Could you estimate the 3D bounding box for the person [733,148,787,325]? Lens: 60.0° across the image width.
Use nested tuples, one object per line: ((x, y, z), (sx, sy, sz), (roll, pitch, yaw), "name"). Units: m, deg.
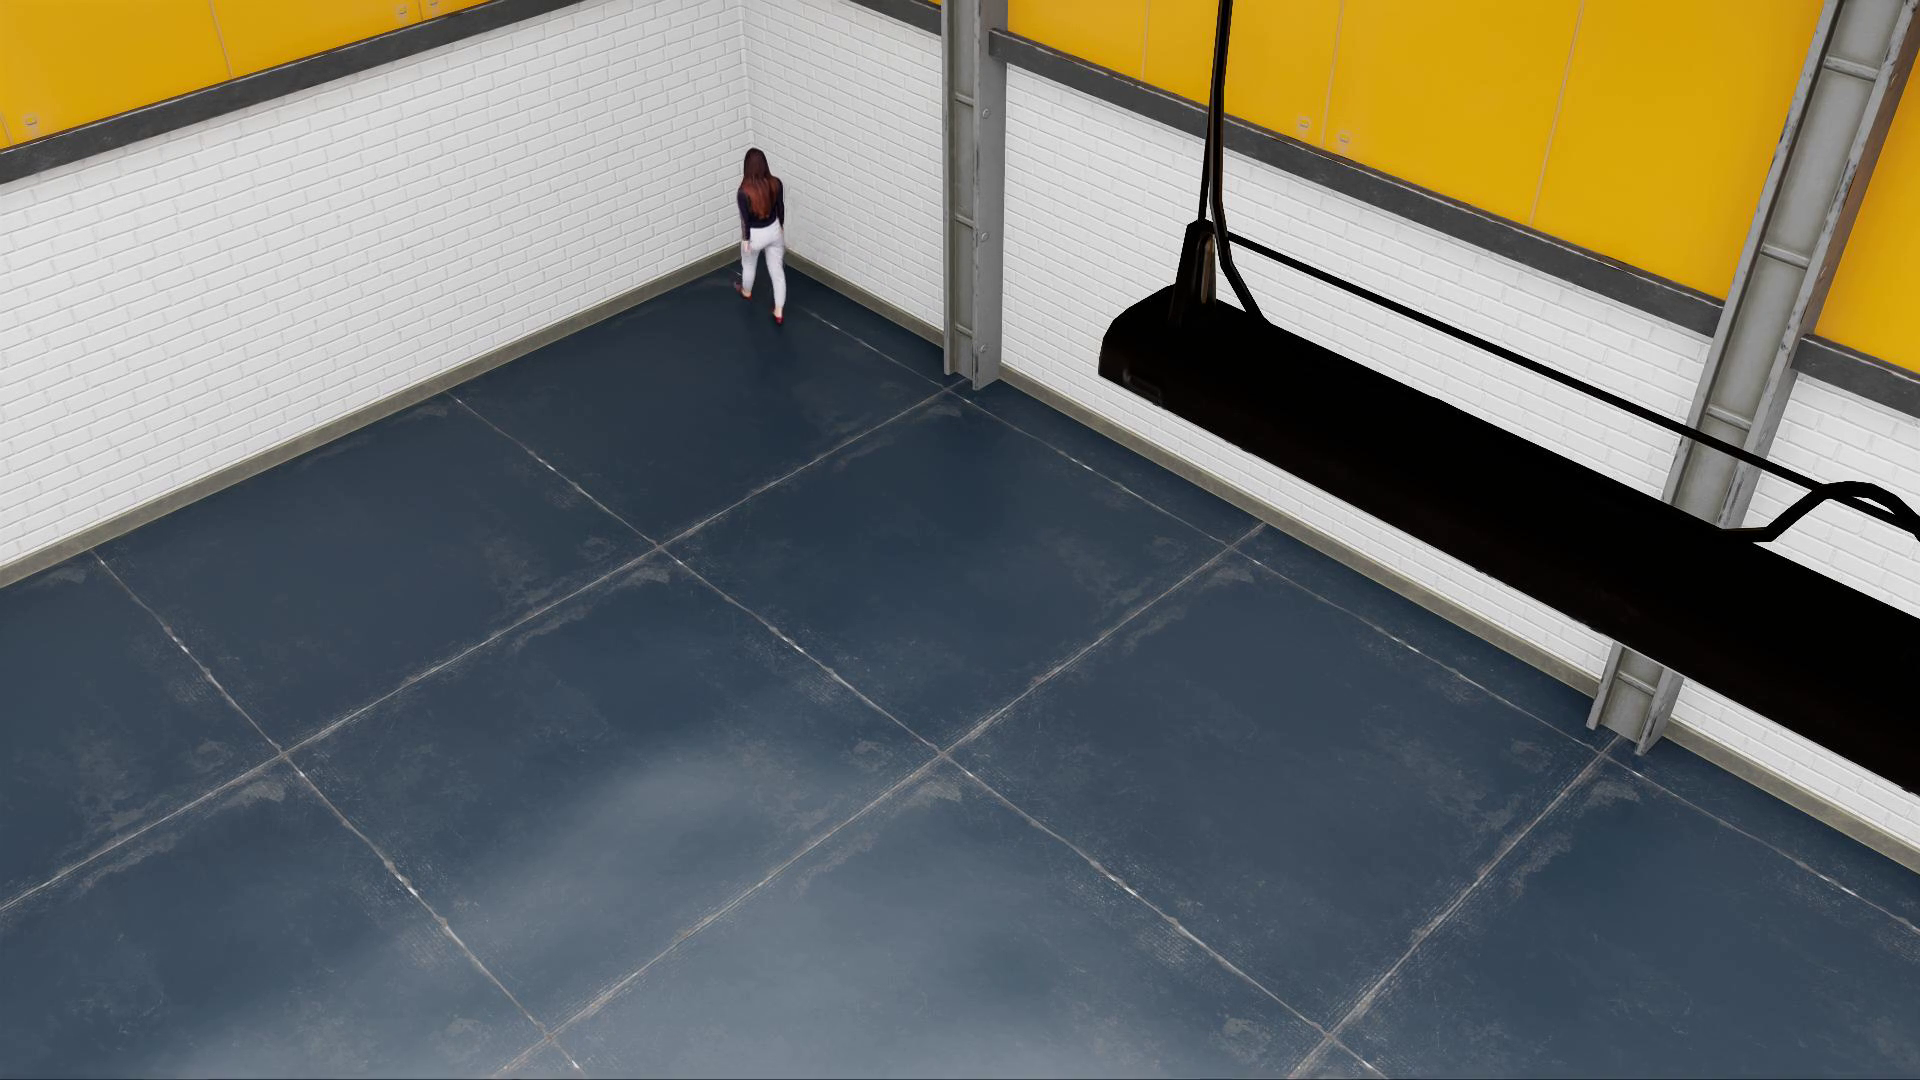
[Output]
((-1.680, -2.595, 14.397), (0.775, 1.582, 1.006), (-20, 43, -23), "person")
